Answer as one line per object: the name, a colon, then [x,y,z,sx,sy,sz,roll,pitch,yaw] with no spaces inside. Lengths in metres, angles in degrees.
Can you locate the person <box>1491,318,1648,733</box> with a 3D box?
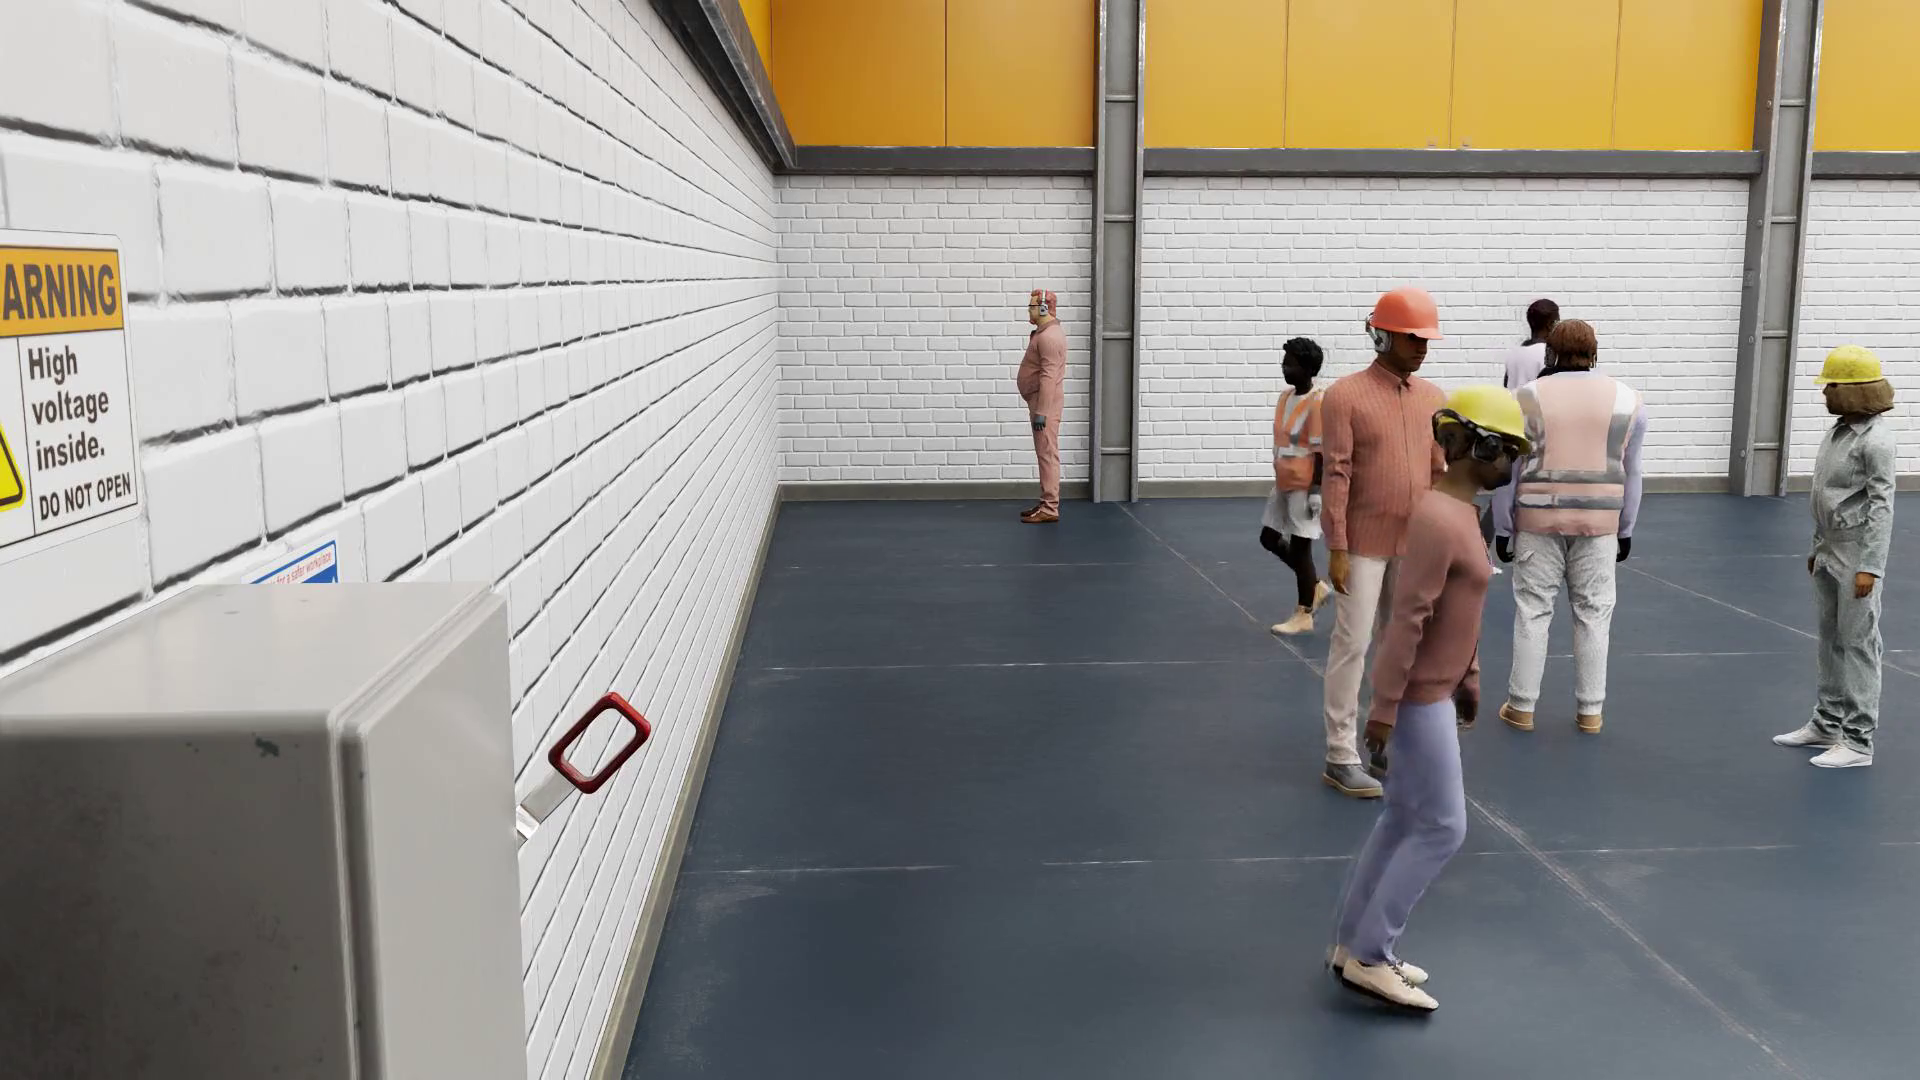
person: [2.673,-0.056,7.368,0.626,1.836,0.428,2,9,12]

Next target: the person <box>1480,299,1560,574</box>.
person: [3.865,-0.695,11.289,1.041,1.869,0.596,-1,9,-6]

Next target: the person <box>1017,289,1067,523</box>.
person: [0.670,-1.095,13.652,0.410,1.909,0.643,0,9,3]

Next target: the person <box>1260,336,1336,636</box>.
person: [1.913,-0.298,9.323,0.384,1.686,0.552,-2,9,-15]

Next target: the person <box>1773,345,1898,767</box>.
person: [3.641,0.069,6.872,0.313,1.739,0.484,1,9,4]

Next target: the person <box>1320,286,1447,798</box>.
person: [1.673,0.007,6.516,0.615,1.982,0.405,-4,10,-26]

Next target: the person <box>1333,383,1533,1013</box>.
person: [1.302,0.429,4.631,0.507,1.725,0.542,3,10,19]
